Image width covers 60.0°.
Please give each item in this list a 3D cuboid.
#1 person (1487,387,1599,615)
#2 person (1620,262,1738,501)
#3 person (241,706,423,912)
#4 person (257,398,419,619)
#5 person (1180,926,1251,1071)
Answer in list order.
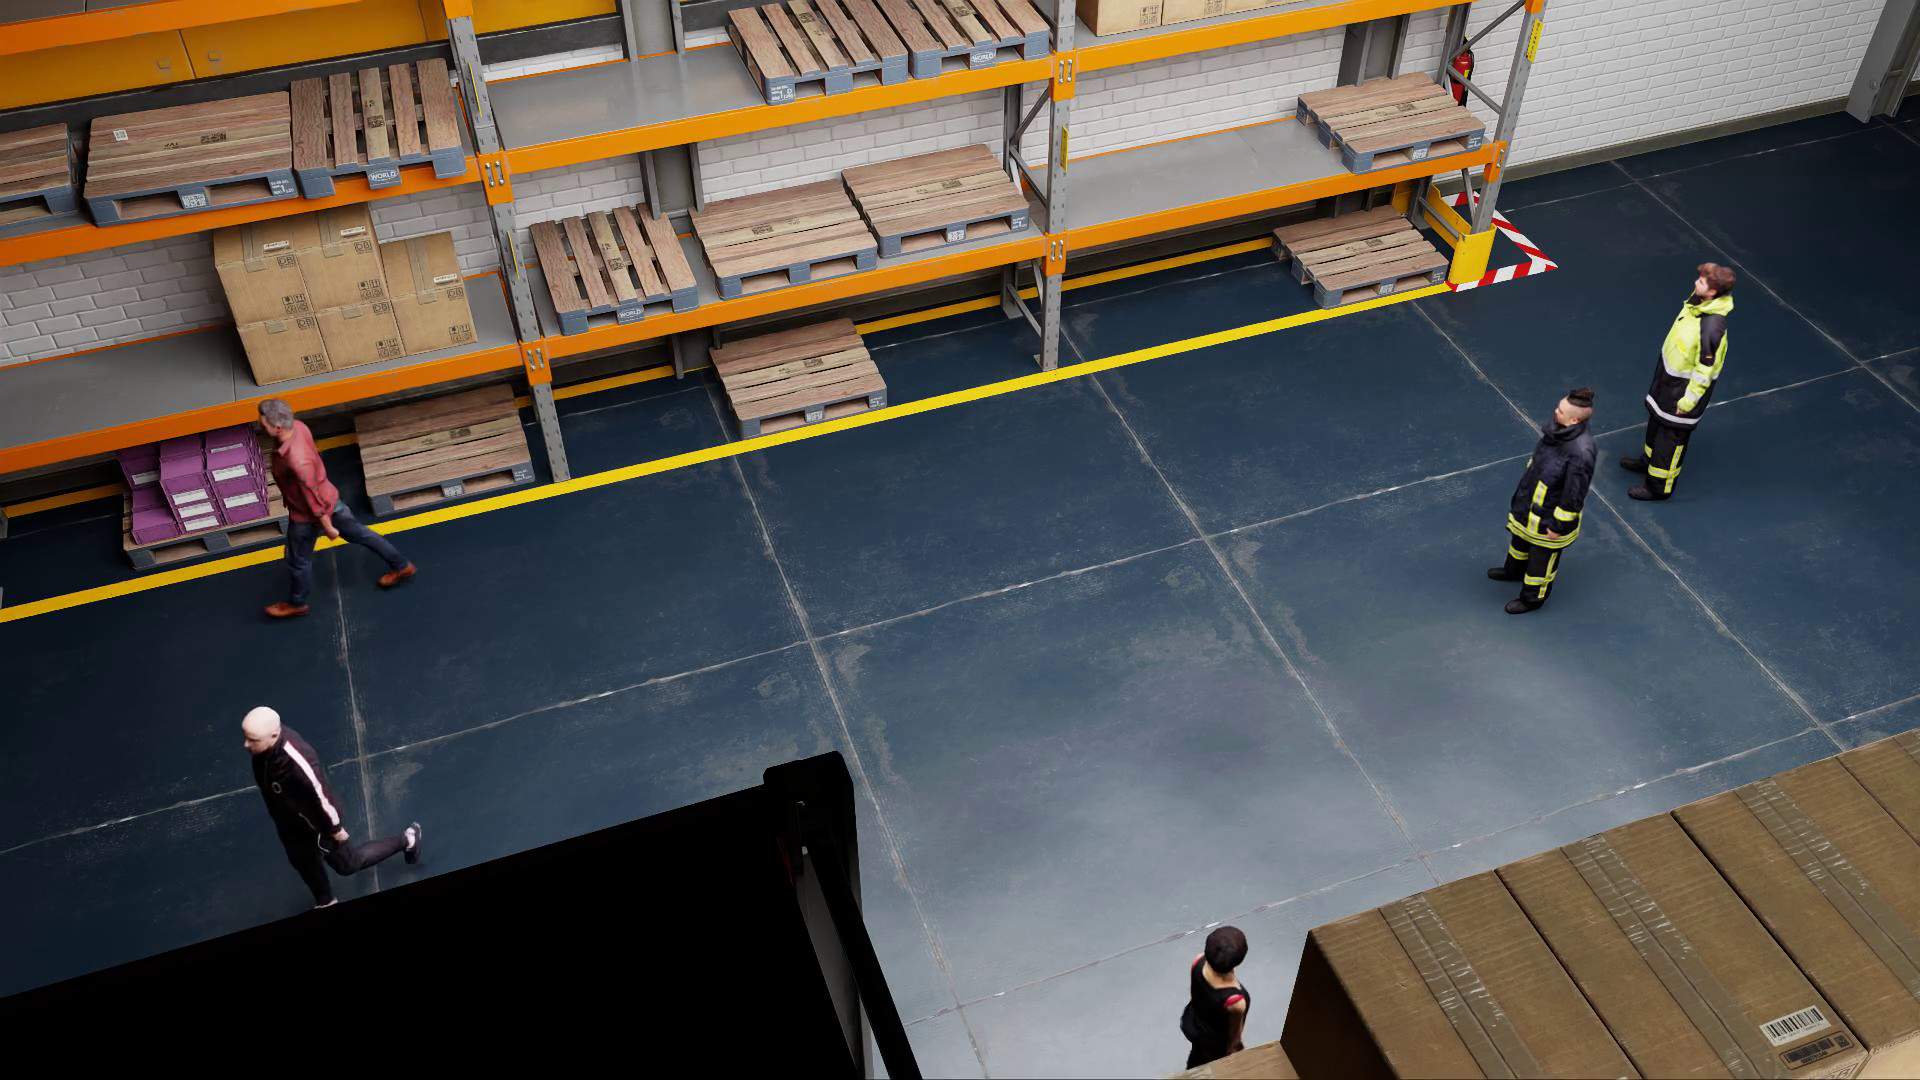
[{"bbox_3d":[3.953,-0.292,11.106,0.800,1.868,0.827,-2,44,-2],"label":"person"},{"bbox_3d":[5.189,-1.134,11.909,0.845,1.979,0.870,6,44,6],"label":"person"},{"bbox_3d":[-3.538,1.478,9.289,1.034,1.812,1.197,28,50,27],"label":"person"},{"bbox_3d":[-4.211,-0.239,11.114,1.294,1.780,0.768,-11,45,-11],"label":"person"},{"bbox_3d":[1.222,2.509,8.403,0.695,1.541,0.615,-20,47,-20],"label":"person"}]
